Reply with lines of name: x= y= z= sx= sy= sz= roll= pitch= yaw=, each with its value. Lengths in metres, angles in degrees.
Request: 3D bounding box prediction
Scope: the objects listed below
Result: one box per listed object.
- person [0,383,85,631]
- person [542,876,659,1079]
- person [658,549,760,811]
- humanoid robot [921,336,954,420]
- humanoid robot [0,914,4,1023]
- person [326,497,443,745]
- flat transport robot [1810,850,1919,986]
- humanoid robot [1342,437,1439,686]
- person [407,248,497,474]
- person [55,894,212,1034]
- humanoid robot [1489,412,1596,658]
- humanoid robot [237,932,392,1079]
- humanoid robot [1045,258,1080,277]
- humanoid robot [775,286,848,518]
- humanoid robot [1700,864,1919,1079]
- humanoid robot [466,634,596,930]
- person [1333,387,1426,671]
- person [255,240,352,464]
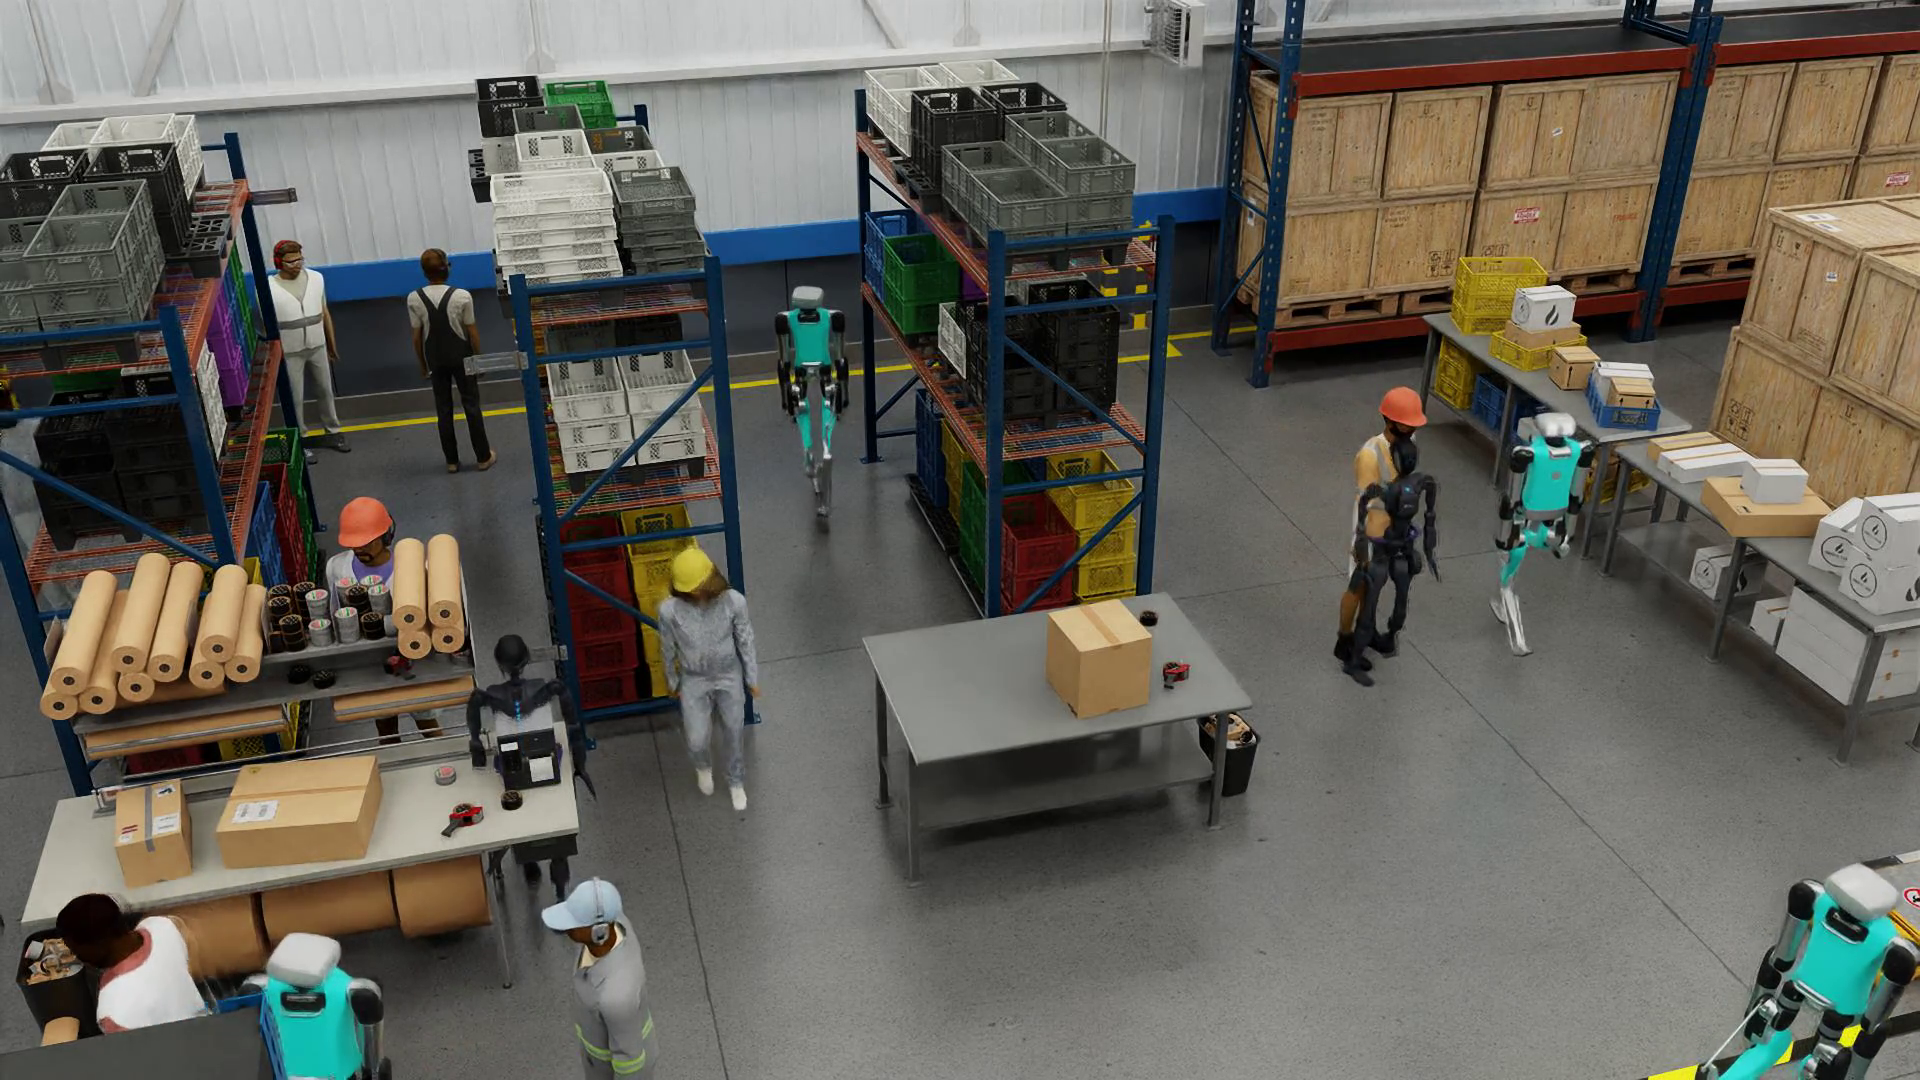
person: x=-6.019 y=-0.194 z=10.879 sx=0.563 sy=1.840 sz=0.395 roll=-21 pitch=35 yaw=-33
person: x=-1.400 y=2.095 z=6.705 sx=0.366 sy=1.852 sz=0.589 roll=-10 pitch=30 yaw=-17
person: x=-1.377 y=0.776 z=9.232 sx=0.513 sy=1.712 sz=0.355 roll=-8 pitch=30 yaw=-14
humanoid robot: x=-0.019 y=-1.674 z=13.753 sx=0.611 sy=1.644 sz=0.481 roll=-2 pitch=29 yaw=-3
humanoid robot: x=-4.751 y=1.696 z=7.608 sx=0.593 sy=1.643 sz=0.375 roll=-8 pitch=30 yaw=-15
person: x=-3.095 y=0.682 z=9.082 sx=0.604 sy=2.043 sz=0.371 roll=1 pitch=29 yaw=2
flat transport robot: x=5.163 y=1.916 z=8.676 sx=1.431 sy=0.231 sz=0.659 roll=-8 pitch=30 yaw=-14
humanoid robot: x=2.751 y=0.095 z=10.556 sx=0.590 sy=1.643 sz=0.467 roll=-8 pitch=30 yaw=-14
person: x=-3.998 y=-1.392 z=13.061 sx=0.505 sy=1.841 sz=0.347 roll=-2 pitch=29 yaw=-4
person: x=-3.142 y=2.133 z=6.639 sx=0.994 sy=1.854 sz=0.610 roll=0 pitch=29 yaw=0
humanoid robot: x=3.676 y=-0.092 z=10.797 sx=0.548 sy=1.730 sz=1.013 roll=-3 pitch=29 yaw=-5
humanoid robot: x=-2.446 y=2.375 z=6.318 sx=0.561 sy=1.753 sz=0.929 roll=0 pitch=29 yaw=0
humanoid robot: x=0.621 y=-2.125 z=14.536 sx=0.995 sy=1.726 sz=0.559 roll=23 pitch=36 yaw=36
humanoid robot: x=-1.094 y=-0.937 z=12.388 sx=0.534 sy=1.774 sz=1.019 roll=-1 pitch=29 yaw=-2
humanoid robot: x=3.313 y=2.151 z=6.780 sx=1.054 sy=1.764 sz=0.540 roll=-17 pitch=33 yaw=-28
humanoid robot: x=-2.202 y=1.180 z=8.574 sx=0.601 sy=1.629 sz=0.719 roll=-7 pitch=30 yaw=-13
person: x=2.693 y=-0.082 z=10.580 sx=0.371 sy=1.934 sz=0.550 roll=26 pitch=38 yaw=38
person: x=-5.265 y=-1.525 z=13.310 sx=0.386 sy=1.836 sz=0.564 roll=24 pitch=37 yaw=37
